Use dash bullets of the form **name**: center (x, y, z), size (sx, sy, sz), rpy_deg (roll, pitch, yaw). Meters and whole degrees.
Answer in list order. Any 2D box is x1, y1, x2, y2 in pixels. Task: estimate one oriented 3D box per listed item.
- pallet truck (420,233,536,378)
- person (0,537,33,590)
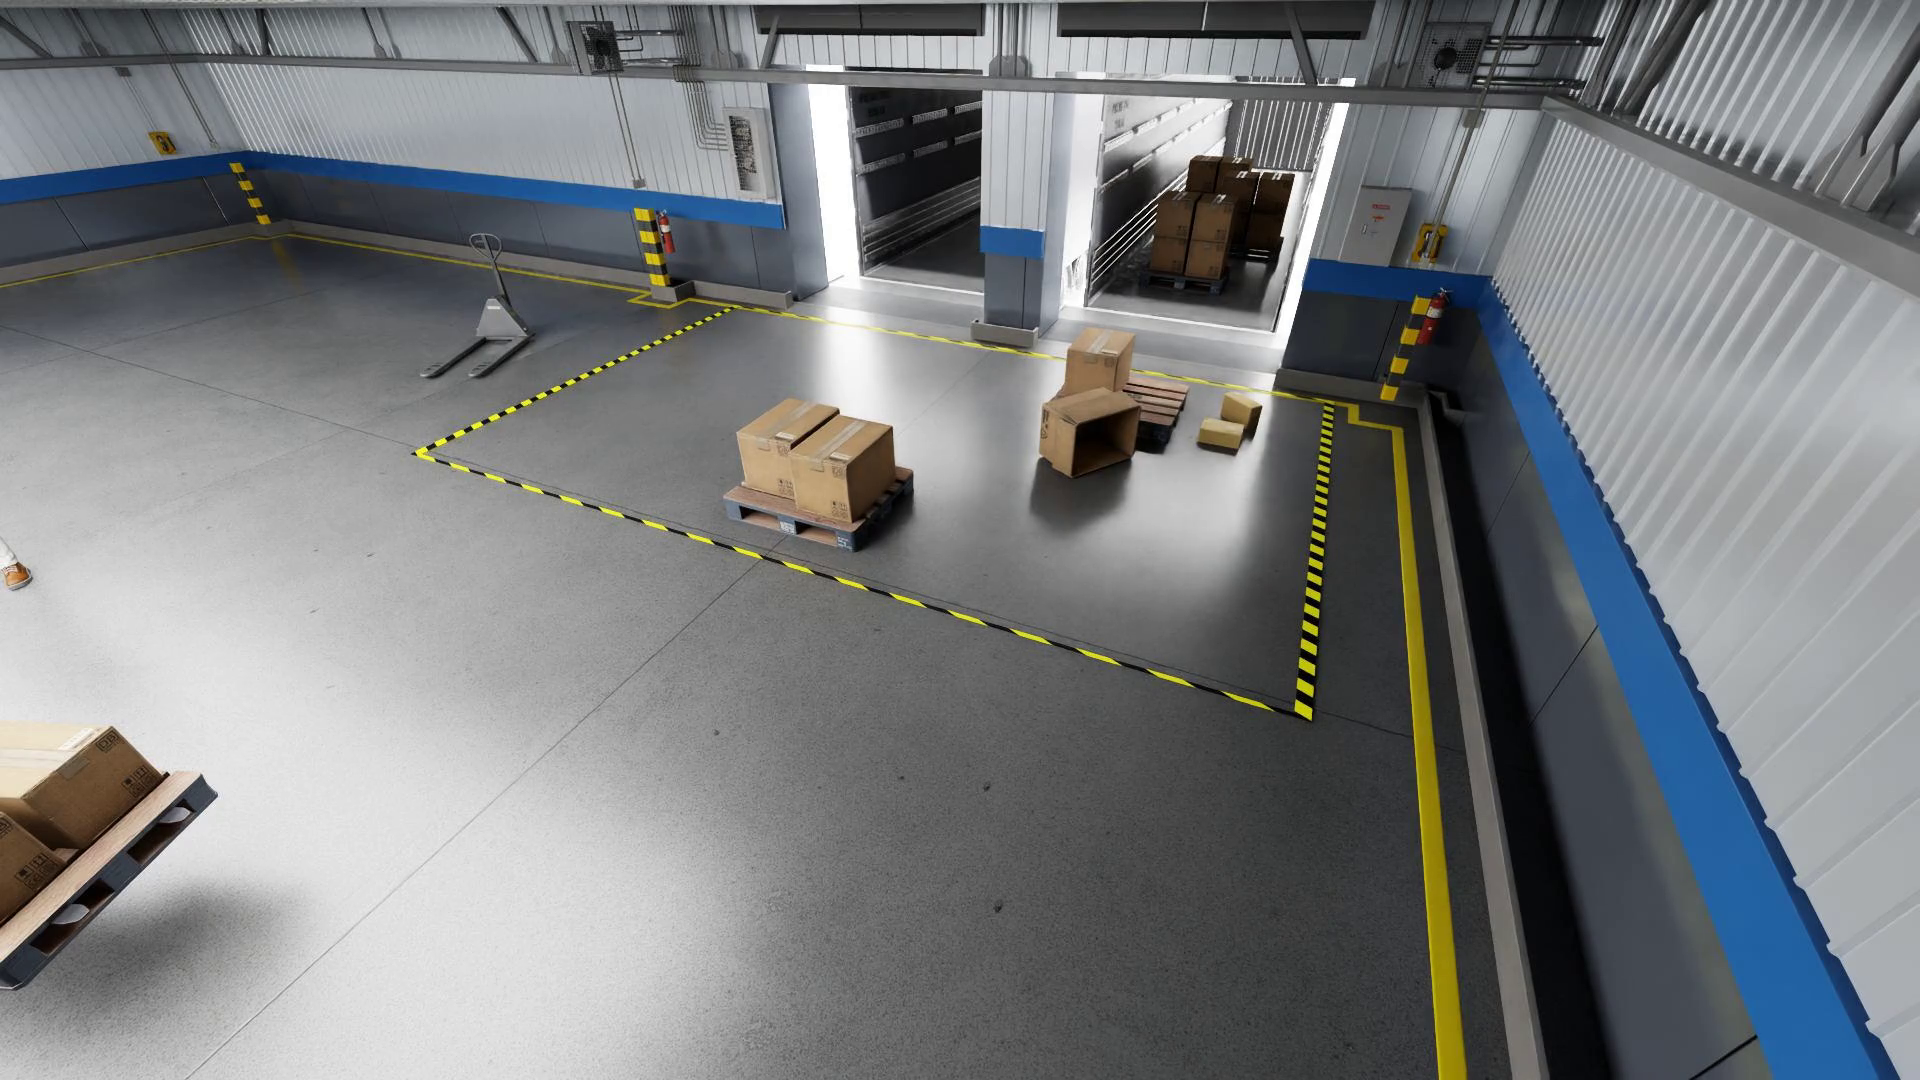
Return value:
- **pallet truck**: center (-5.664, -2.712, 8.427), size (0.680, 1.201, 1.601), rpy_deg (0, 35, -1)
- **person**: center (-6.862, -0.452, 4.644), size (0.604, 1.948, 0.389), rpy_deg (-25, 42, -31)
